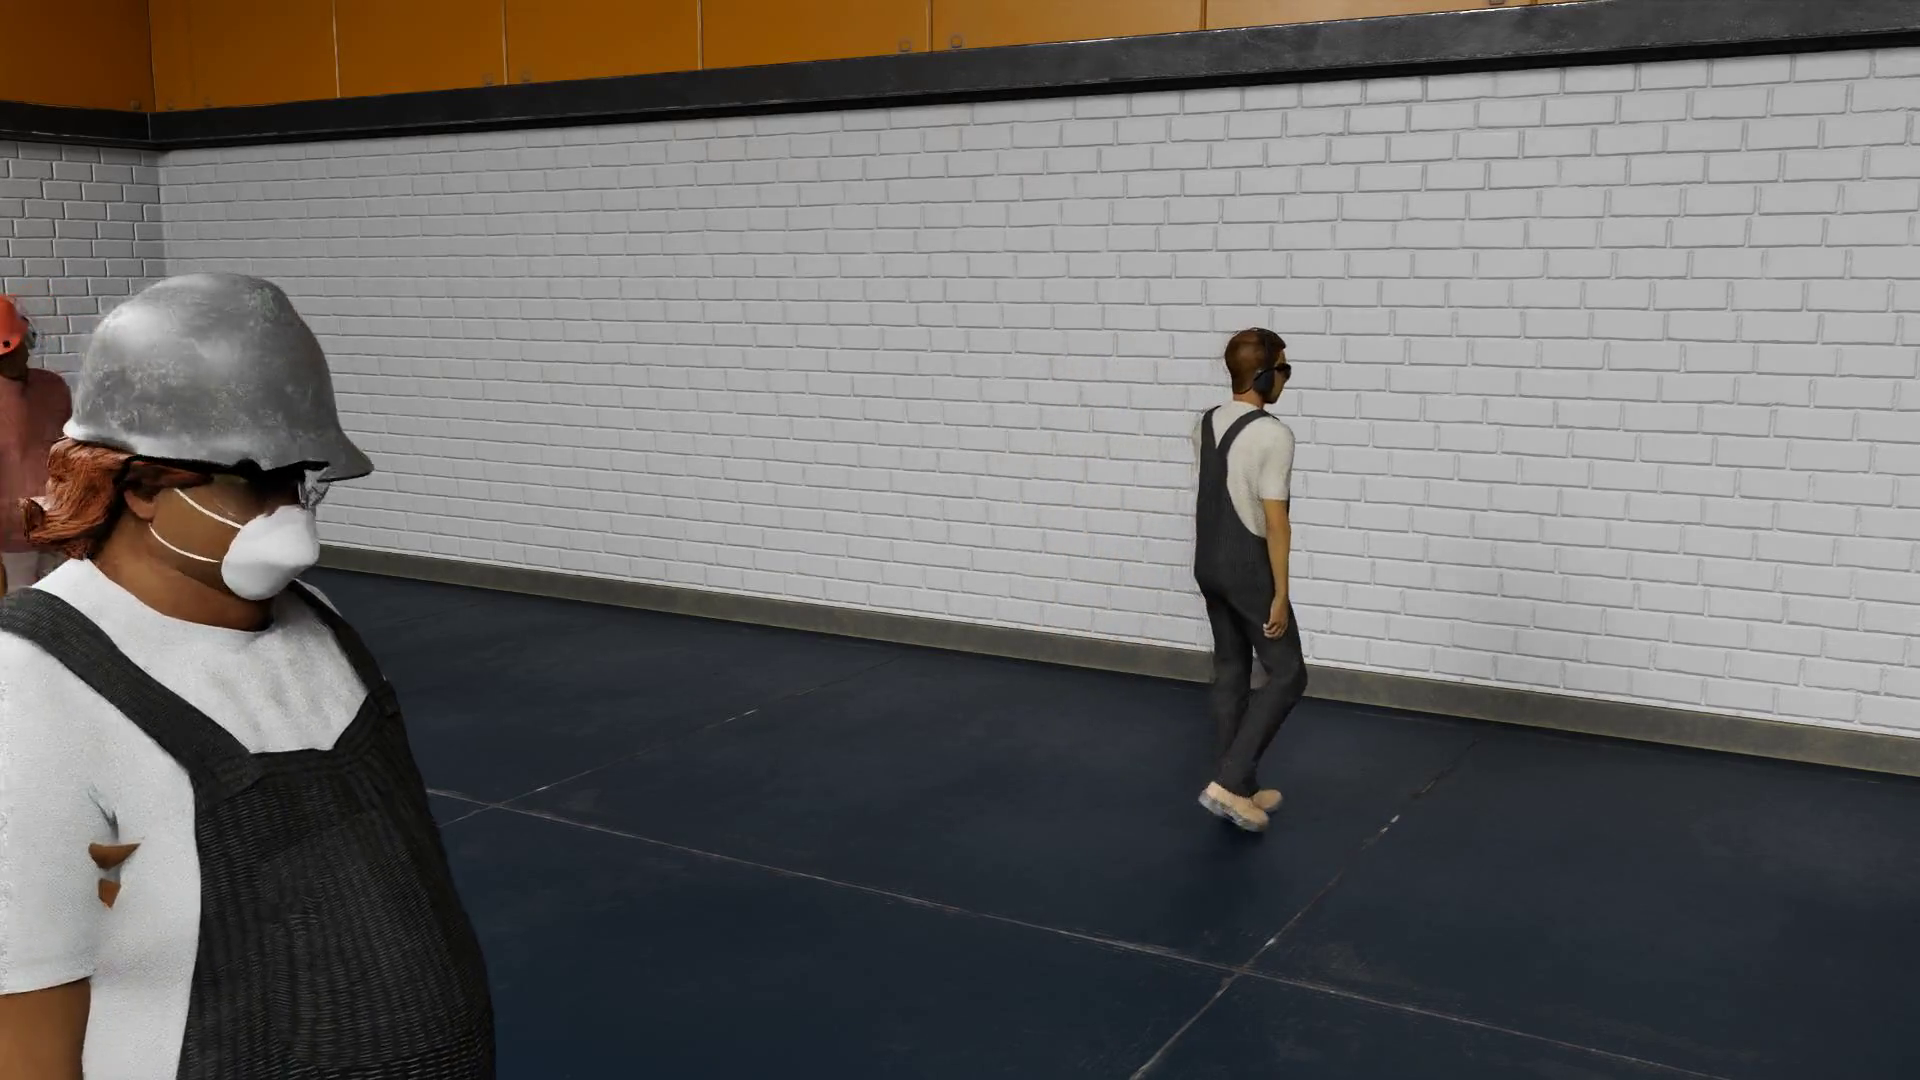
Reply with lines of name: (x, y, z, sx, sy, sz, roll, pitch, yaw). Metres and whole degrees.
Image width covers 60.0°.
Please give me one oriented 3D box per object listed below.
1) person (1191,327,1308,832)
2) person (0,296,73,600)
person: (1.045, 0.149, 6.047, 0.451, 1.835, 0.549, -6, 11, -31)
person: (-3.709, -0.008, 6.701, 0.392, 1.950, 0.768, 2, 9, 12)
